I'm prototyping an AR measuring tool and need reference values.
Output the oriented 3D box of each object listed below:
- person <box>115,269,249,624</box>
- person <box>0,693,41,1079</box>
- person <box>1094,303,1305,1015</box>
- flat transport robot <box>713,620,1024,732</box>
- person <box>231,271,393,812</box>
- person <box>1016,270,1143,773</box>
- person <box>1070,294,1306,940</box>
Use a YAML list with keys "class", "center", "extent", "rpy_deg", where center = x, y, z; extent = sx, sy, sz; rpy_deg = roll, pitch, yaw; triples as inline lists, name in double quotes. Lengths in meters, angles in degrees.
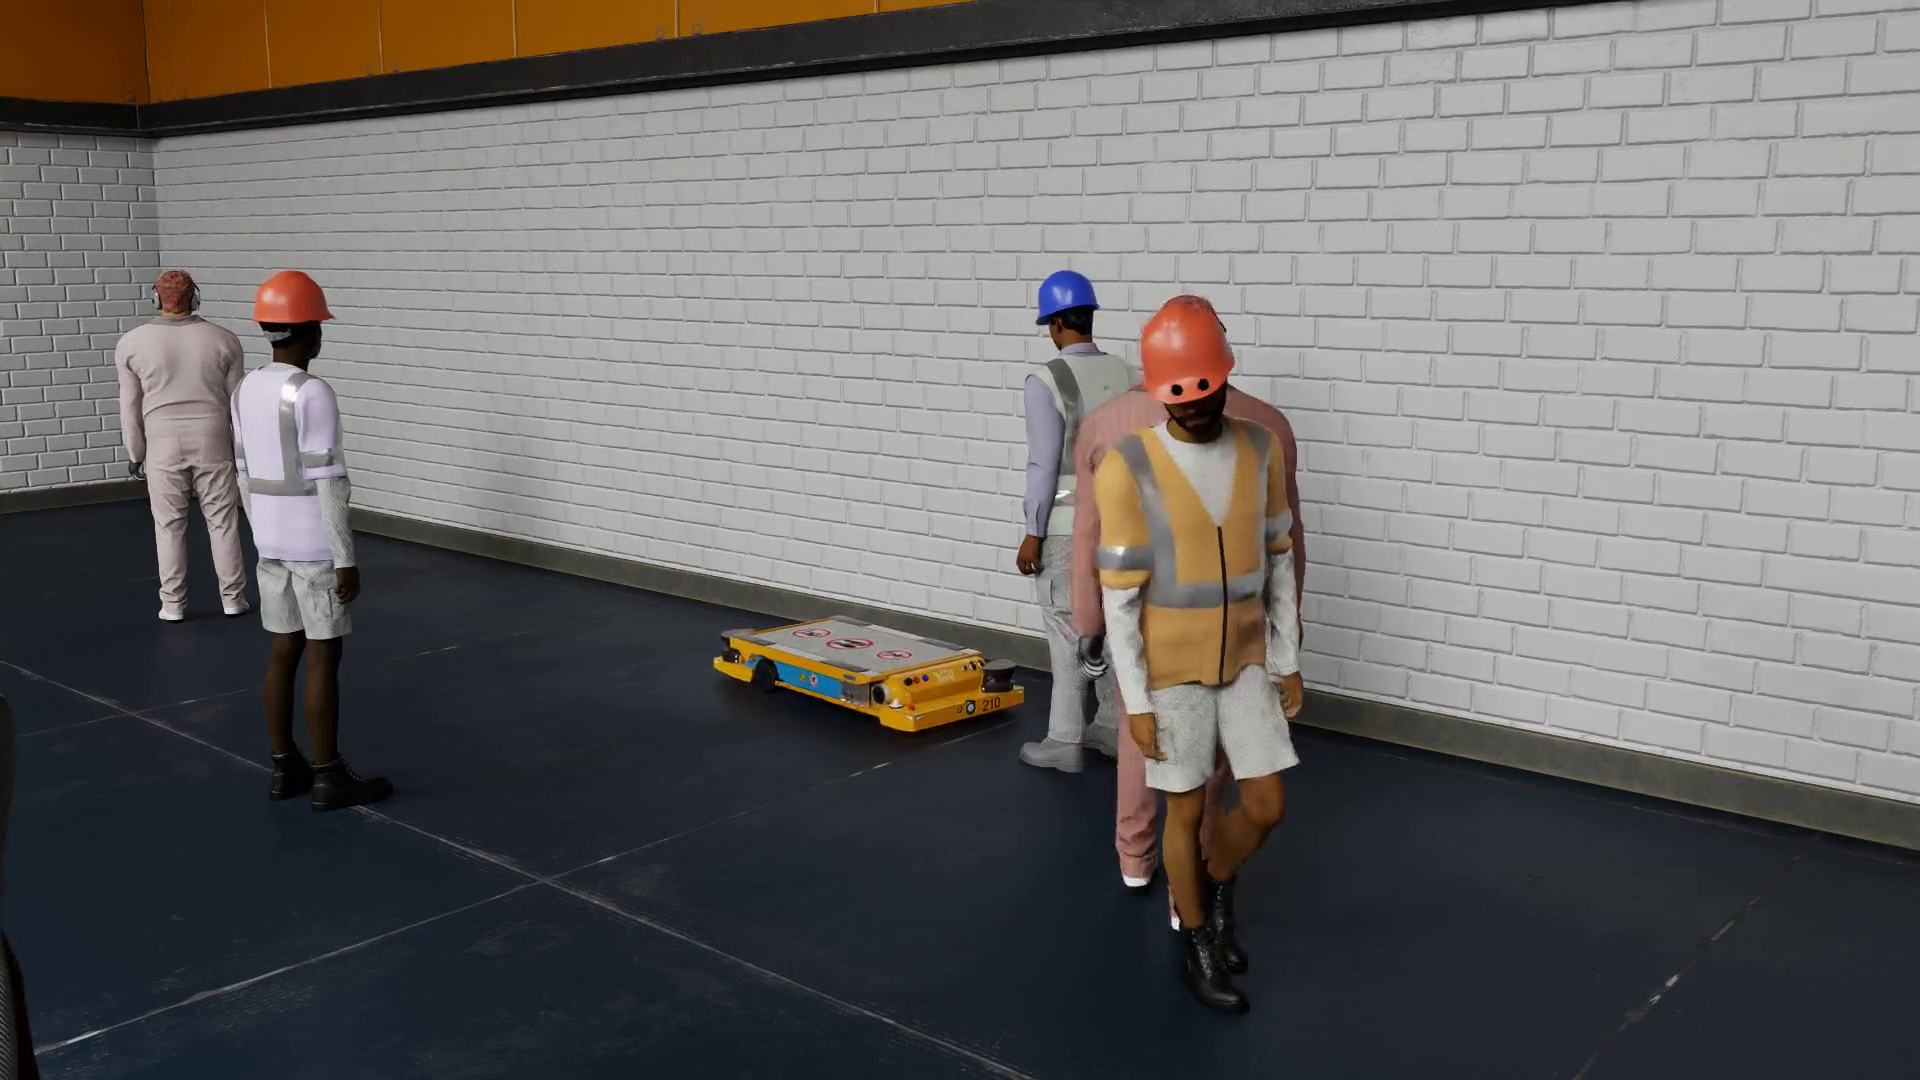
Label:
- class: "person"
  center: [-4.182, -0.501, 9.019]
  extent: [0.641, 1.908, 0.408]
  rpy_deg: [-5, 11, -27]
- class: "person"
  center: [-1.157, 0.787, 1.807]
  extent: [0.328, 1.865, 0.518]
  rpy_deg: [3, 10, 16]
- class: "person"
  center: [0.622, 0.334, 4.316]
  extent: [0.587, 1.887, 0.470]
  rpy_deg: [-3, 10, -18]
- class: "flat transport robot"
  center: [-0.441, 0.575, 7.543]
  extent: [0.652, 0.197, 1.431]
  rpy_deg: [-9, 13, -42]
- class: "person"
  center: [-2.354, 0.010, 6.010]
  extent: [0.552, 1.939, 0.355]
  rpy_deg: [7, 12, 35]
- class: "person"
  center: [0.446, -0.071, 6.483]
  extent: [0.412, 1.933, 0.615]
  rpy_deg: [10, 14, 44]
- class: "person"
  center: [0.705, 0.210, 5.024]
  extent: [0.664, 1.885, 0.680]
  rpy_deg: [3, 11, 18]
